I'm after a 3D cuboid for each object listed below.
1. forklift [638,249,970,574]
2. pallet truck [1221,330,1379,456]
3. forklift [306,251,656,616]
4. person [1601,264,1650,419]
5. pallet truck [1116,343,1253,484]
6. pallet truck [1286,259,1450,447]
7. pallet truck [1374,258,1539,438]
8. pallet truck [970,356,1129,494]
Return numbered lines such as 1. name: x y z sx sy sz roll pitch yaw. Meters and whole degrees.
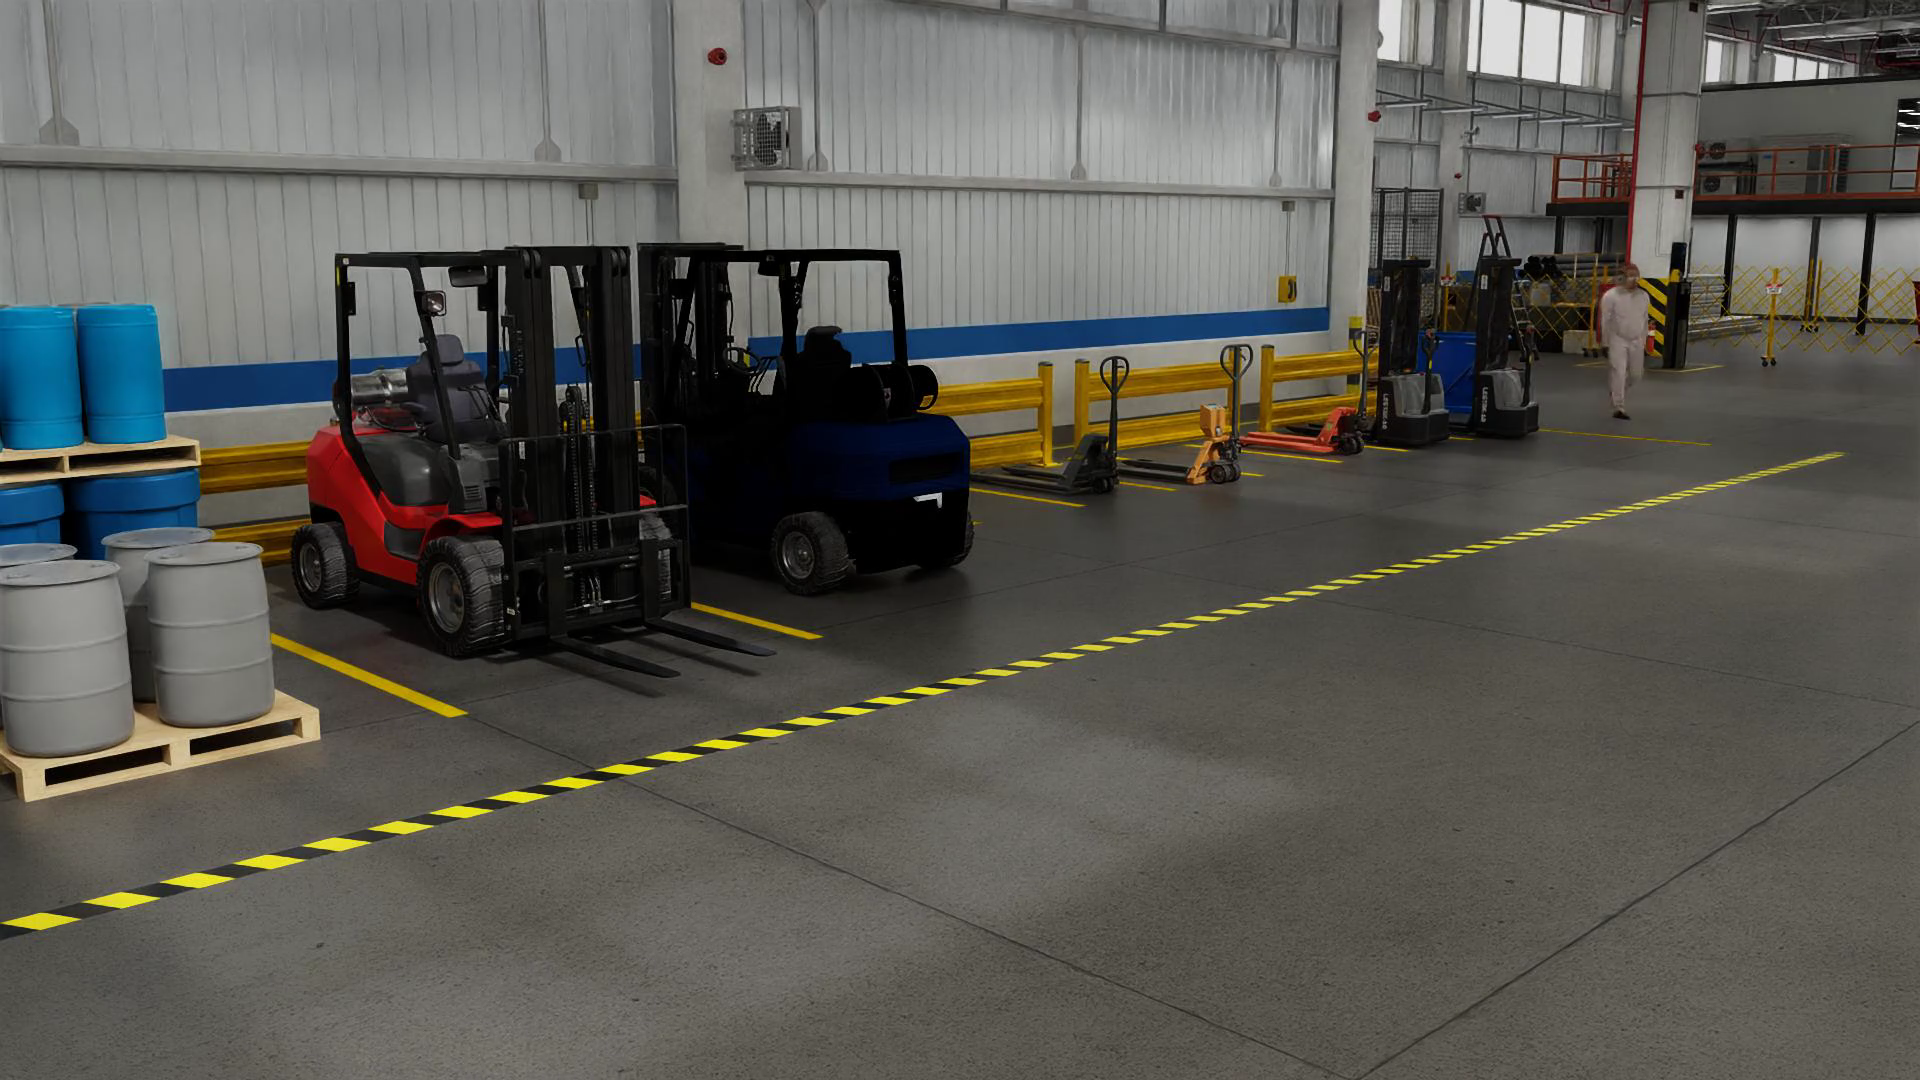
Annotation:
1. forklift: -1.173 -0.958 11.239 2.680 1.987 1.157 10 14 43
2. pallet truck: 3.563 -1.581 17.381 0.653 1.274 1.630 -10 14 -44
3. forklift: -2.833 -0.669 9.694 1.157 1.987 2.680 -10 14 -44
4. person: 8.161 -2.442 20.472 0.649 1.890 0.564 -2 11 -9
5. pallet truck: 1.962 -1.215 15.415 1.522 1.261 0.704 10 14 43
6. pallet truck: 4.493 -2.078 18.196 0.823 1.965 1.885 -9 14 -40
7. pallet truck: 5.704 -2.208 18.901 1.885 1.965 0.823 10 14 43
8. pallet truck: 0.784 -1.085 14.876 0.680 1.201 1.601 -10 14 -44
